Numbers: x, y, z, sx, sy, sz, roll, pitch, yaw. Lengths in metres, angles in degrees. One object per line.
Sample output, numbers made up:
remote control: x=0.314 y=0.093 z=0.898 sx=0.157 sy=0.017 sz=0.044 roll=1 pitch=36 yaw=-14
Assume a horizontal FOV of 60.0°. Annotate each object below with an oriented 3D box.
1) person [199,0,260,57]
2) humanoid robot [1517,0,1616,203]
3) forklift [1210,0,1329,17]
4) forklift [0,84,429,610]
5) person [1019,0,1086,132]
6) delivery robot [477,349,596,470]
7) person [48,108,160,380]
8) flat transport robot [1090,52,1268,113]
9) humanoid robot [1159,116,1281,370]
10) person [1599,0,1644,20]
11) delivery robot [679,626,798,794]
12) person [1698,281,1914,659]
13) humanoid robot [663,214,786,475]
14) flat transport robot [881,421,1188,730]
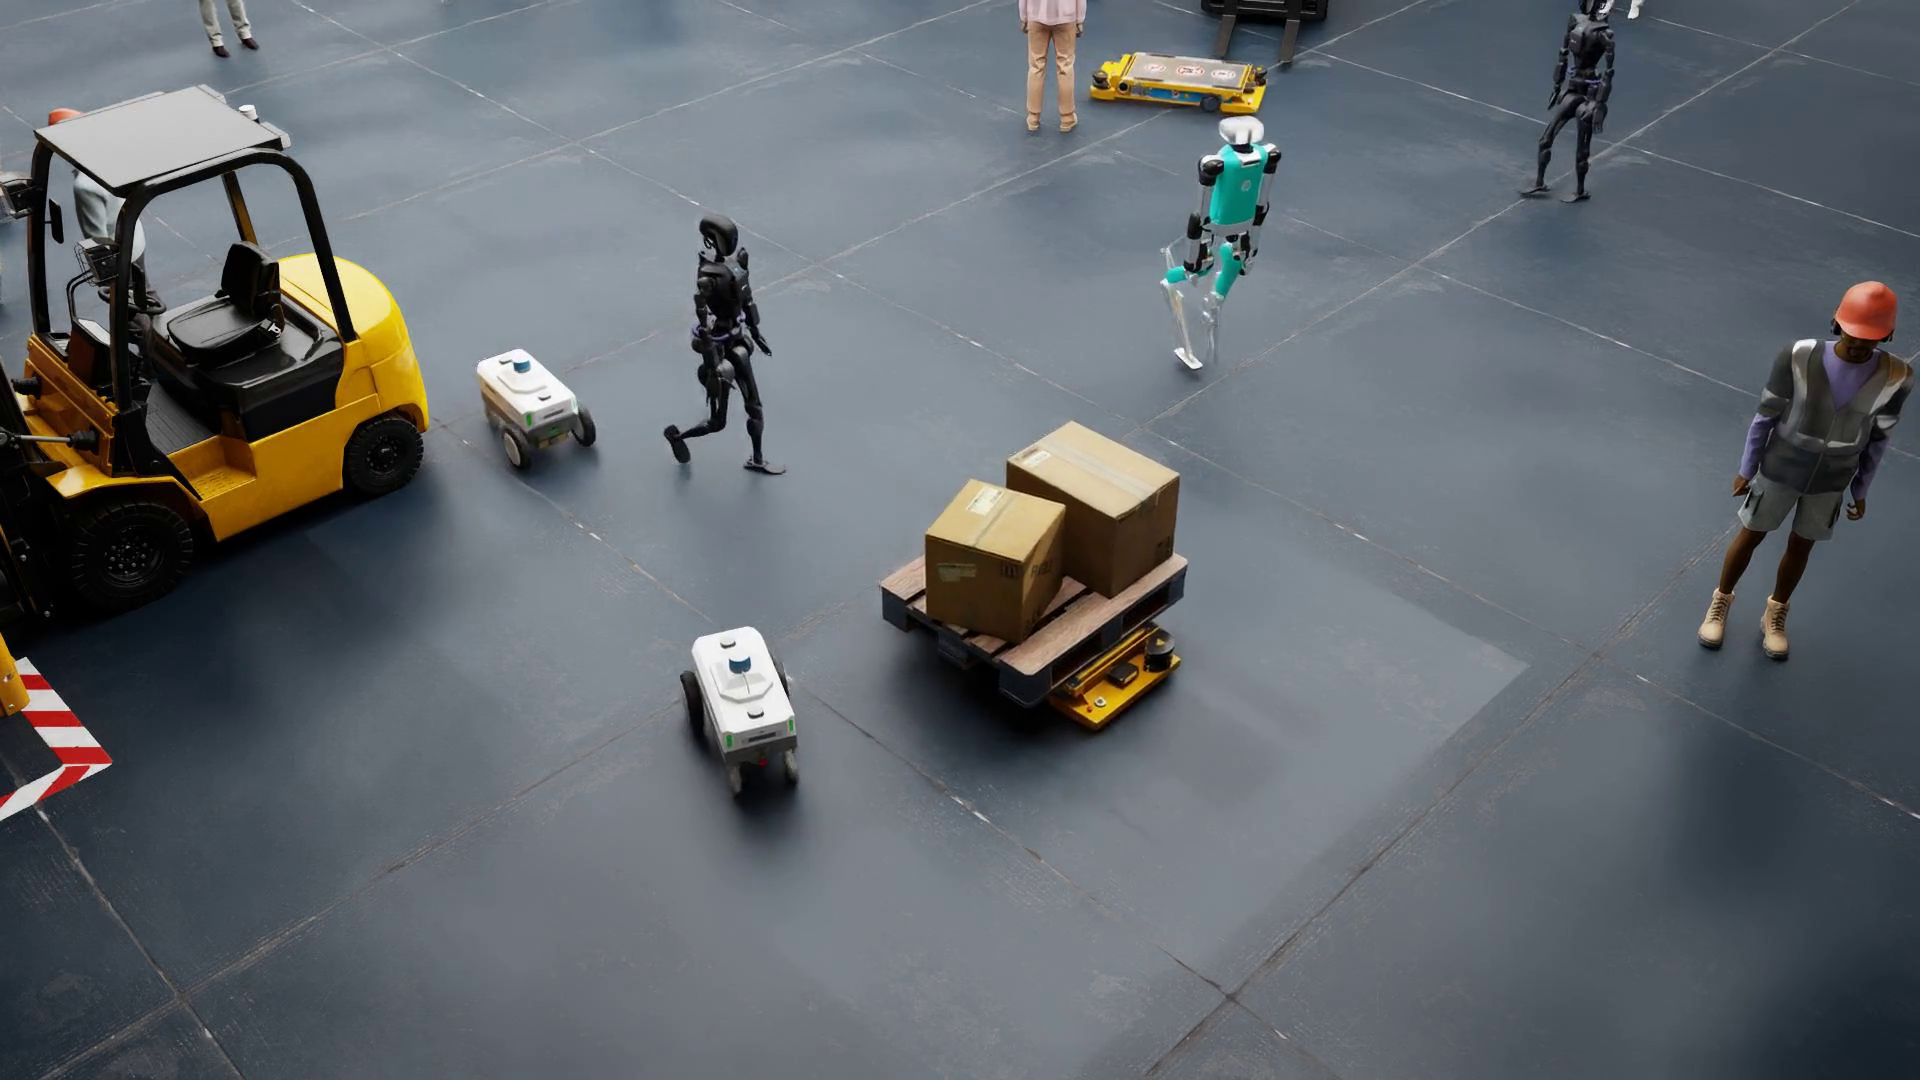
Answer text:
person: x=-6.625 y=-5.181 z=14.679 sx=0.389 sy=1.778 sz=0.534 roll=28 pitch=45 yaw=32
humanoid robot: x=4.539 y=-3.251 z=12.182 sx=0.519 sy=1.642 sz=0.611 roll=-12 pitch=39 yaw=-16
forklift: x=3.106 y=-6.400 z=15.960 sx=1.214 sy=2.155 sz=2.313 roll=8 pitch=37 yaw=10
forklift: x=-4.145 y=-1.093 z=8.856 sx=2.313 sy=2.155 sz=1.214 roll=-31 pitch=47 yaw=-34
person: x=0.734 y=-4.138 z=13.270 sx=0.533 sy=1.781 sz=0.401 roll=5 pitch=37 yaw=6
delivery robot: x=-2.536 y=-0.797 z=9.840 sx=0.499 sy=0.614 sz=0.790 roll=-25 pitch=43 yaw=-30
person: x=-5.189 y=-1.802 z=10.179 sx=0.352 sy=1.740 sz=0.571 roll=-4 pitch=37 yaw=-6
flat transport robot: x=1.879 y=-3.917 z=14.239 sx=1.431 sy=0.231 sz=0.659 roll=9 pitch=38 yaw=12
humanoid robot: x=1.502 y=-1.770 z=10.223 sx=0.538 sy=1.887 sz=0.746 roll=-17 pitch=40 yaw=-21
person: x=6.342 y=-5.708 z=15.495 sx=0.513 sy=1.634 sz=0.312 roll=23 pitch=42 yaw=27
delivery robot: x=-1.014 y=0.743 z=7.766 sx=0.499 sy=0.598 sz=0.777 roll=-12 pitch=39 yaw=-16
person: x=4.041 y=-0.312 z=7.934 sx=0.605 sy=2.045 sz=0.375 roll=11 pitch=38 yaw=14
humanoid robot: x=-1.363 y=-1.097 z=9.308 sx=0.641 sy=1.637 sz=0.585 roll=13 pitch=39 yaw=17
flat transport robot: x=0.361 y=0.414 z=8.442 sx=1.431 sy=0.231 sz=0.659 roll=30 pitch=46 yaw=34
